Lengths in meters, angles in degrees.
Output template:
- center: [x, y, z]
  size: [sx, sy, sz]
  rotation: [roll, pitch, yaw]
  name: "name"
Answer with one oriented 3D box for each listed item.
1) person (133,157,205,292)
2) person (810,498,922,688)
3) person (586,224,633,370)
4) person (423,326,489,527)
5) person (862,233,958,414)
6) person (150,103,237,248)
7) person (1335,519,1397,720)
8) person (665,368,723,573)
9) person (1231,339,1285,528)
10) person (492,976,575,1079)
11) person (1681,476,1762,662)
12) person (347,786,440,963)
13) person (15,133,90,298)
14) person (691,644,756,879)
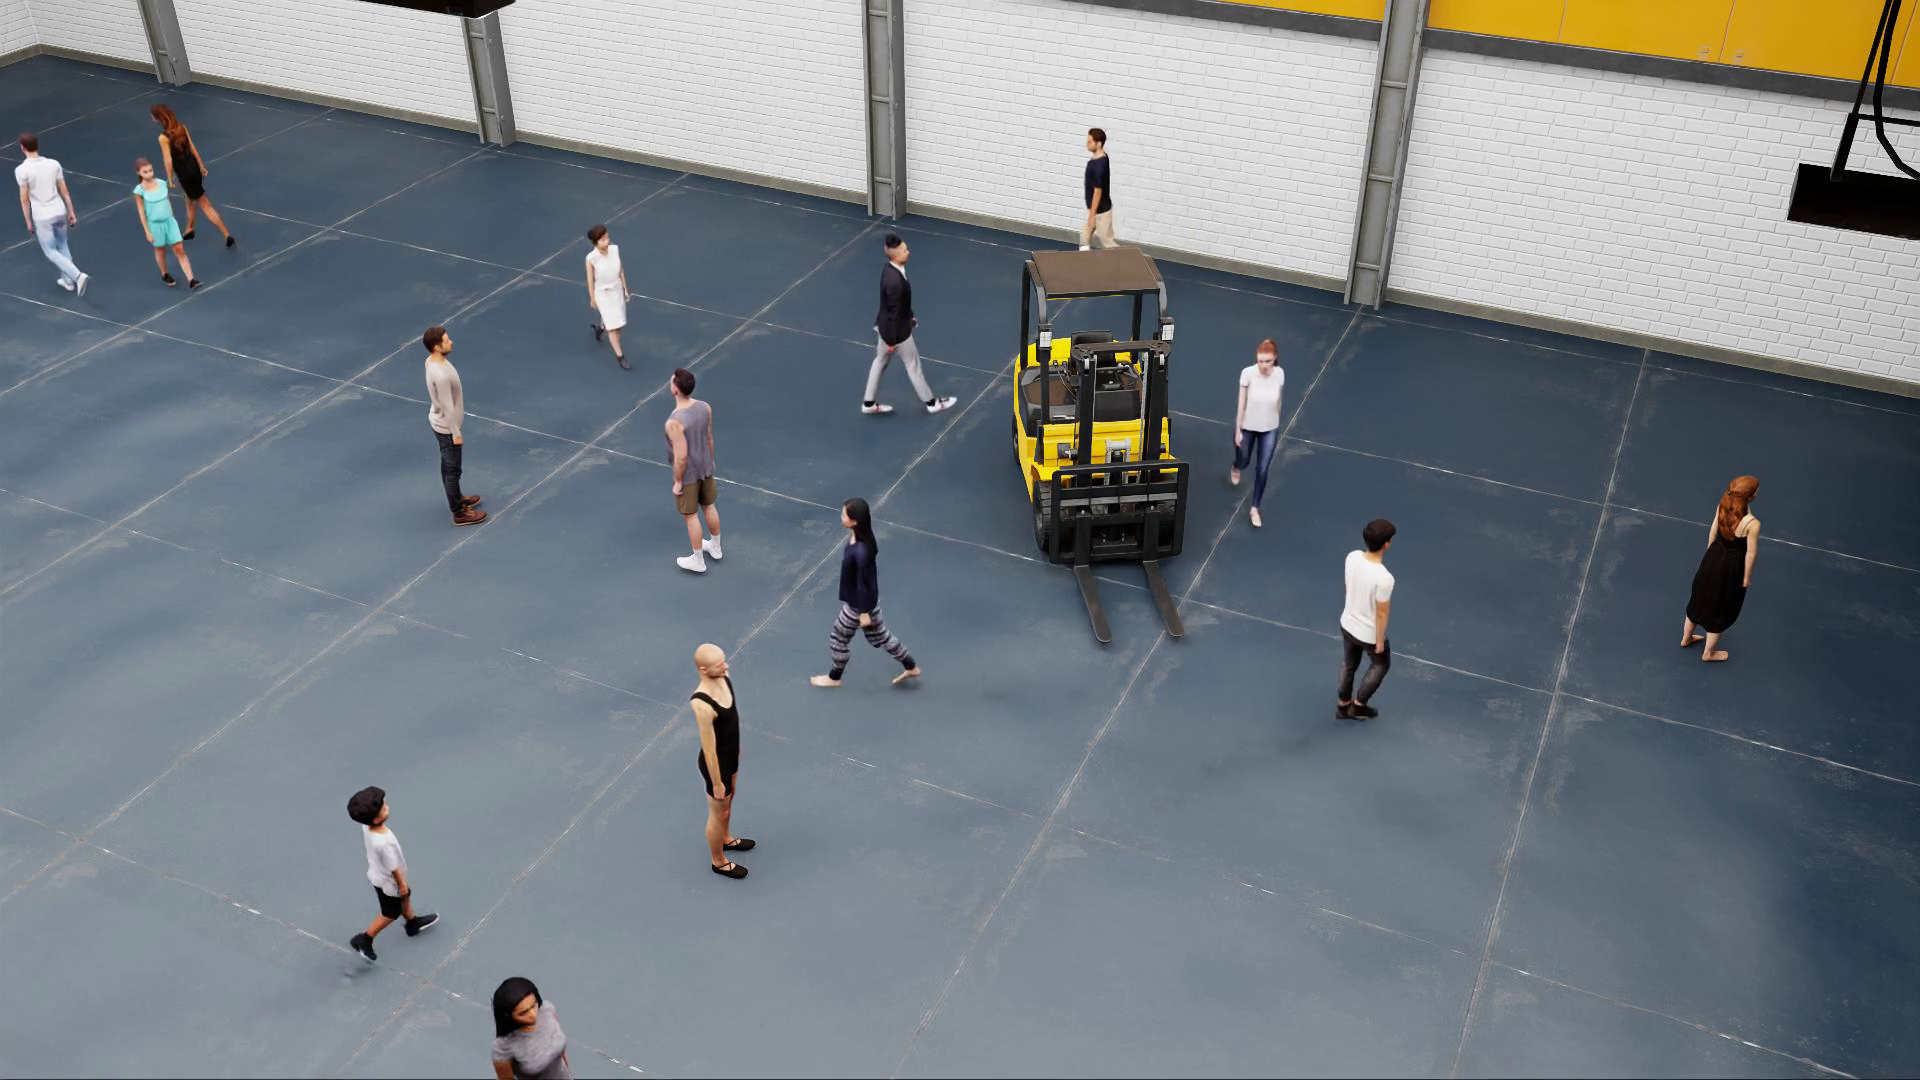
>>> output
- center: [-8.952, -3.520, 18.543]
  size: [1.069, 1.519, 0.765]
  rotation: [26, 42, 34]
  name: "person"
- center: [-0.655, 0.435, 12.434]
  size: [1.177, 1.695, 0.916]
  rotation: [1, 34, 1]
  name: "person"
- center: [-3.633, -2.522, 17.027]
  size: [1.006, 1.534, 0.747]
  rotation: [28, 43, 35]
  name: "person"
- center: [-4.455, -0.999, 14.438]
  size: [0.779, 1.864, 0.703]
  rotation: [-14, 36, -20]
  name: "person"
- center: [-0.727, -2.038, 15.962]
  size: [1.271, 1.906, 1.124]
  rotation: [-6, 34, -9]
  name: "person"
- center: [-8.843, -4.153, 19.254]
  size: [1.036, 1.785, 0.750]
  rotation: [11, 35, 17]
  name: "person"
- center: [2.900, 0.624, 12.131]
  size: [0.812, 1.714, 0.716]
  rotation: [-17, 37, -23]
  name: "person"
- center: [-2.217, -0.584, 13.746]
  size: [0.598, 1.843, 0.660]
  rotation: [20, 38, 27]
  name: "person"
- center: [2.578, -1.007, 14.583]
  size: [1.020, 1.717, 0.925]
  rotation: [-3, 34, -4]
  name: "person"
- center: [-2.178, 2.914, 8.626]
  size: [0.534, 1.781, 0.602]
  rotation: [17, 37, 24]
  name: "person"
- center: [5.898, 0.204, 12.844]
  size: [0.737, 1.625, 0.669]
  rotation: [-15, 36, -21]
  name: "person"
- center: [-3.616, 2.088, 10.351]
  size: [0.787, 1.246, 0.803]
  rotation: [-21, 39, -28]
  name: "person"
- center: [-9.943, -3.527, 18.275]
  size: [1.070, 1.826, 0.745]
  rotation: [20, 38, 27]
  name: "person"
- center: [-1.573, 1.412, 10.854]
  size: [0.631, 1.815, 0.713]
  rotation: [3, 34, 4]
  name: "person"
